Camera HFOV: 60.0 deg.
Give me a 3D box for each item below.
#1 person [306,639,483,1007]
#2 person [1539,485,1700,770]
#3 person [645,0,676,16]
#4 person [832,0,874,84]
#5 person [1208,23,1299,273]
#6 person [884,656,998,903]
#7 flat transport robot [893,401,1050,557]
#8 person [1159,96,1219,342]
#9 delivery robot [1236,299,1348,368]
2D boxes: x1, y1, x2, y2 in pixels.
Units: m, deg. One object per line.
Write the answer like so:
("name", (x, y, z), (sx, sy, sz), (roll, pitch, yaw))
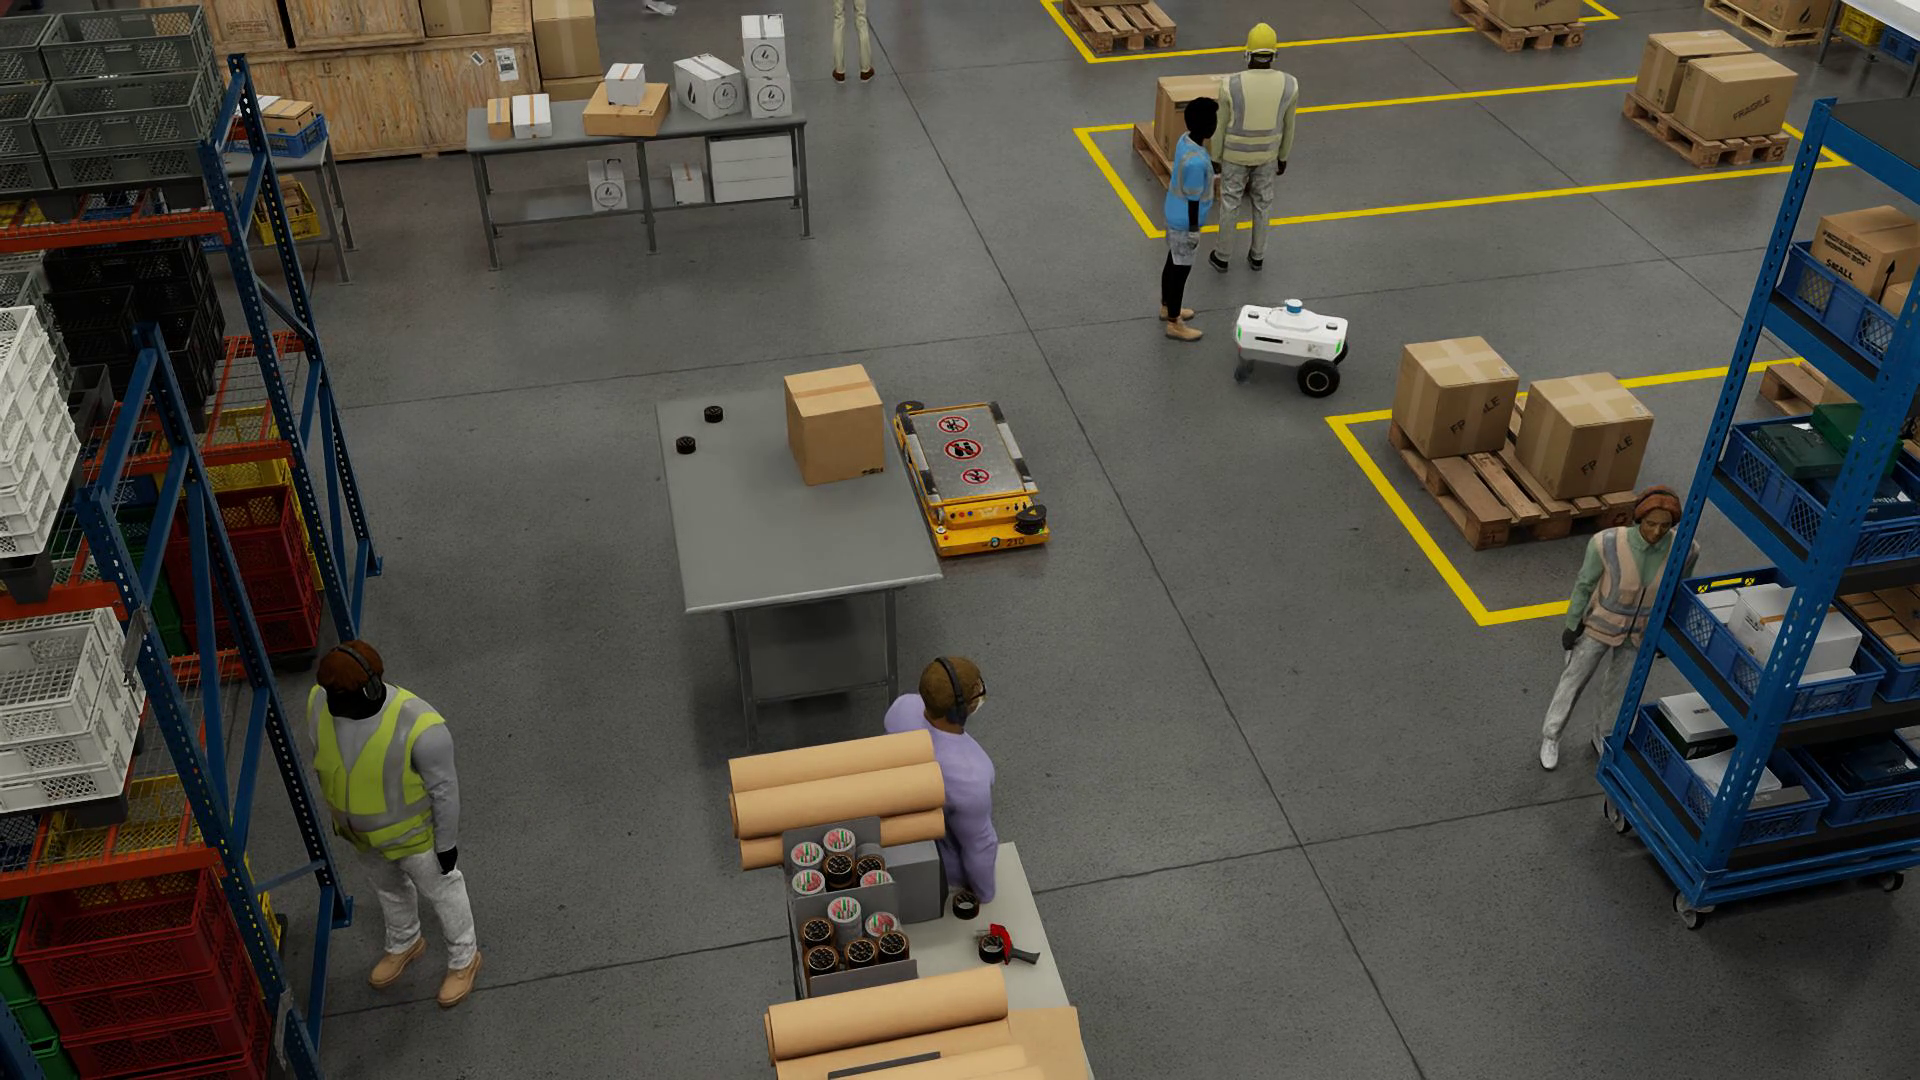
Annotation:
("person", (-2.282, 1.144, 6.687), (0.627, 1.844, 0.429), (11, 38, 15))
("person", (3.098, 0.427, 7.818), (0.523, 1.638, 0.310), (3, 37, 3))
("person", (-3.004, -6.139, 16.437), (0.464, 1.893, 0.600), (-10, 38, -13))
("person", (-1.013, -5.066, 15.011), (0.510, 1.870, 0.328), (-2, 37, -3))
("person", (2.097, -2.811, 12.018), (0.596, 1.826, 0.403), (-4, 37, -6))
("person", (-0.049, 1.215, 6.511), (0.371, 1.941, 0.627), (-21, 41, -26))
("flat transport robot", (0.046, -0.430, 10.108), (0.652, 0.197, 1.431), (-8, 37, -10))
("person", (1.545, -2.188, 11.282), (0.322, 1.699, 0.536), (-1, 37, -1))
("delivery robot", (2.197, -1.366, 11.054), (0.707, 0.478, 0.477), (10, 38, 14))
